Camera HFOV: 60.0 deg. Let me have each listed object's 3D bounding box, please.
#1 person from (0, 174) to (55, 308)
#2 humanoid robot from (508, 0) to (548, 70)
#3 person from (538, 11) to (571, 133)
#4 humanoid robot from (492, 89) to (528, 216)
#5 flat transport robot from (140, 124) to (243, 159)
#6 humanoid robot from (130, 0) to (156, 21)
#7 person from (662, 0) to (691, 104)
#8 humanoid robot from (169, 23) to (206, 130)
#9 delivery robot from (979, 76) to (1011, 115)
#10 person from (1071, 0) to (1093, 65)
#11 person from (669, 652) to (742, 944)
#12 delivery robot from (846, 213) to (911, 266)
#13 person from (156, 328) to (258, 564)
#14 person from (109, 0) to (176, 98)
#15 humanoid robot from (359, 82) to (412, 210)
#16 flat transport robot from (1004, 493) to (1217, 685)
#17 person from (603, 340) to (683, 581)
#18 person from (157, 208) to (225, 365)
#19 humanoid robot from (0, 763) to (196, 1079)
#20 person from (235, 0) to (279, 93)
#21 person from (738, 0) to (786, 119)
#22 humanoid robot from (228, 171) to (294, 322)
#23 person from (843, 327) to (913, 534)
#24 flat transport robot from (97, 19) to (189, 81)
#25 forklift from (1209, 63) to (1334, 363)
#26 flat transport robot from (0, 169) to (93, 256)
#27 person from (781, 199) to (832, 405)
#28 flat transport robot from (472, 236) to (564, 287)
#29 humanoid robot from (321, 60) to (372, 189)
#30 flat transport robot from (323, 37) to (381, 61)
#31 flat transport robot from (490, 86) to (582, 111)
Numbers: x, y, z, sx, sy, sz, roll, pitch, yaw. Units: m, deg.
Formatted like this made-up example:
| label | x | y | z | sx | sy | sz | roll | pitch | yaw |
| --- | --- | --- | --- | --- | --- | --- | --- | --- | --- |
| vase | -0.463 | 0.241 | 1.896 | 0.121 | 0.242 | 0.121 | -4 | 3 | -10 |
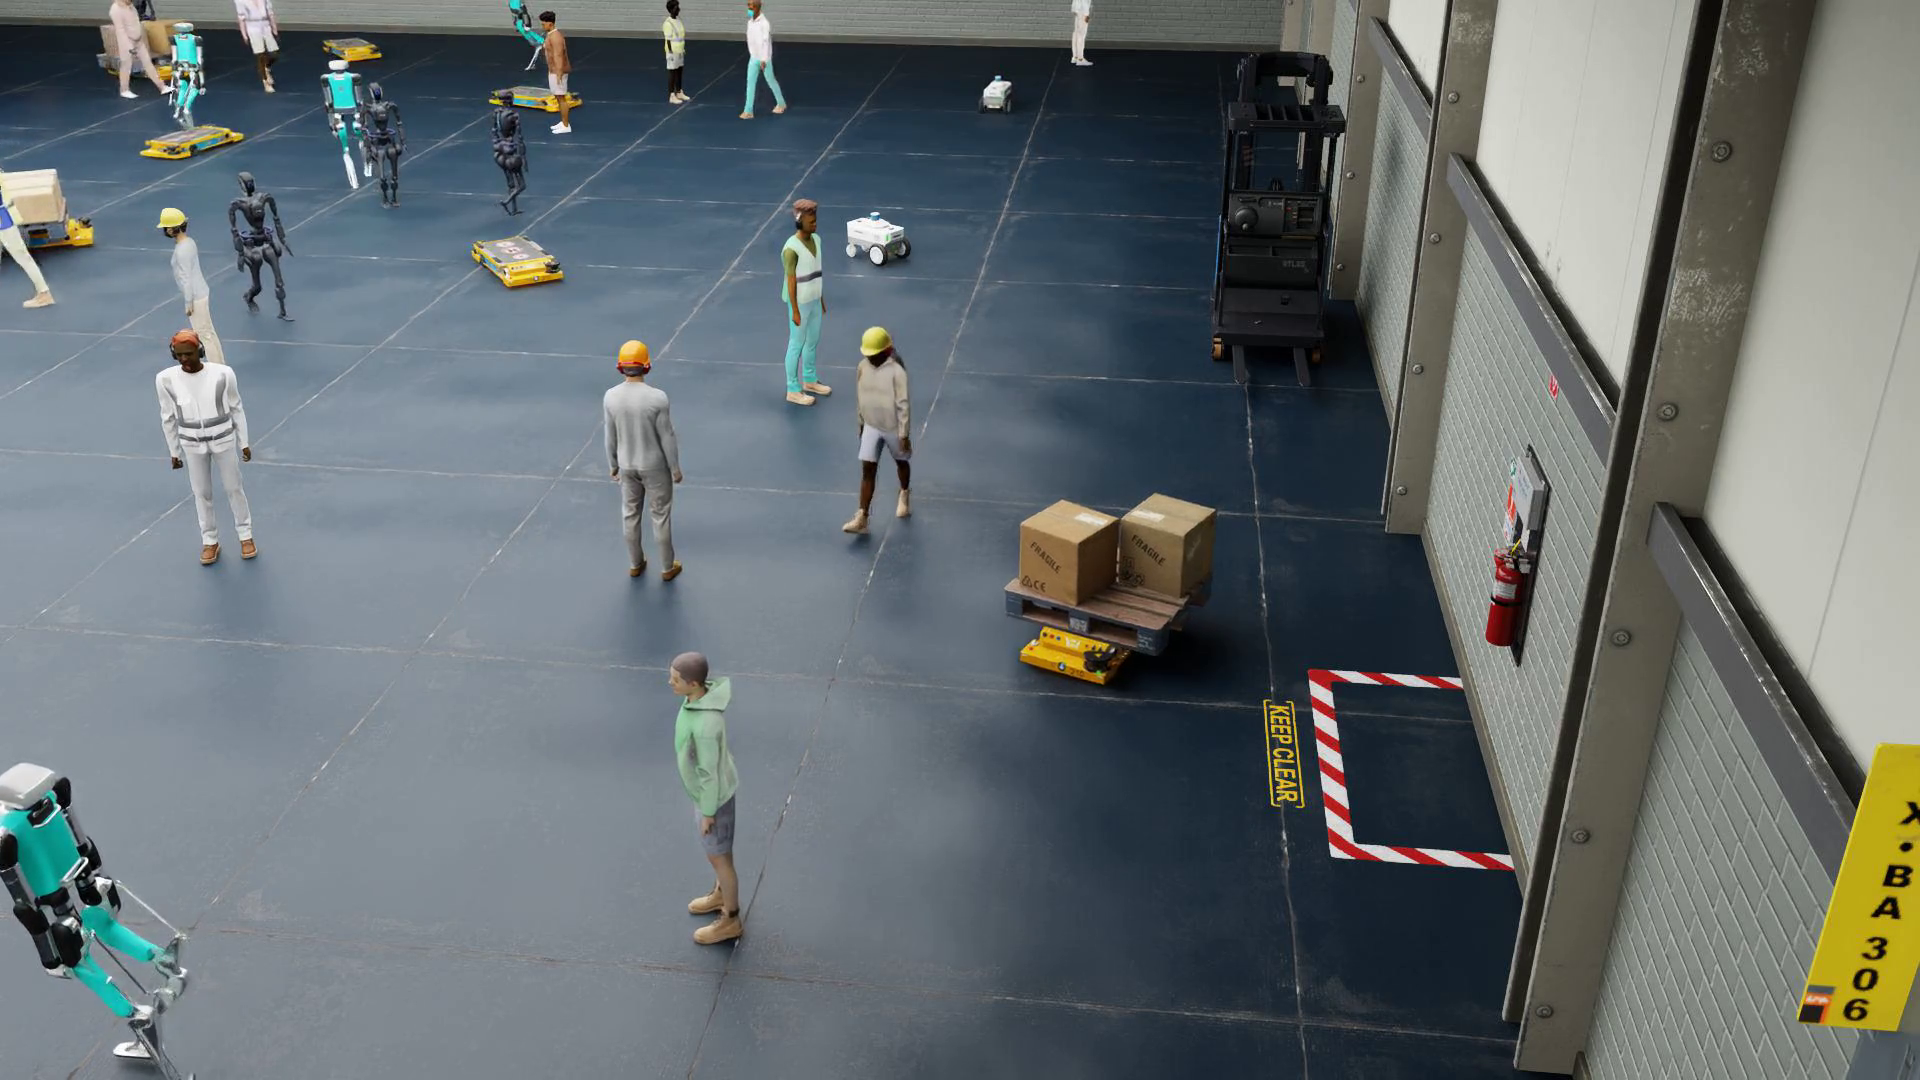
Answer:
| label | x | y | z | sx | sy | sz | roll | pitch | yaw |
| --- | --- | --- | --- | --- | --- | --- | --- | --- | --- |
| person | -10.591 | -3.387 | 18.145 | 0.966 | 1.848 | 0.513 | -18 | 32 | -32 |
| humanoid robot | -7.832 | -9.437 | 30.450 | 0.806 | 1.881 | 0.555 | -21 | 34 | -36 |
| person | -6.287 | -7.320 | 25.997 | 0.418 | 1.842 | 0.797 | -10 | 28 | -20 |
| humanoid robot | -5.918 | -5.008 | 21.570 | 0.605 | 1.645 | 0.507 | 18 | 32 | 32 |
| flat transport robot | -11.620 | -6.025 | 25.166 | 0.659 | 0.231 | 1.431 | 9 | 28 | 17 |
| humanoid robot | -14.810 | -9.346 | 30.223 | 0.609 | 1.647 | 0.361 | 7 | 27 | 13 |
| person | -4.773 | -8.209 | 27.932 | 0.318 | 1.695 | 0.533 | 8 | 28 | 15 |
| humanoid robot | -11.807 | -6.911 | 25.311 | 0.540 | 1.768 | 0.804 | 4 | 27 | 8 |
| delivery robot | 0.615 | -7.342 | 27.492 | 0.499 | 0.610 | 0.788 | 6 | 27 | 12 |
| person | 2.252 | -9.798 | 30.904 | 0.396 | 1.873 | 0.514 | -8 | 28 | -16 |
| person | -1.327 | 1.351 | 8.807 | 0.316 | 1.736 | 0.478 | -7 | 27 | -13 |
| delivery robot | -1.000 | -3.647 | 20.104 | 0.774 | 0.599 | 0.499 | 21 | 33 | 35 |
| person | -5.771 | -0.724 | 12.782 | 0.583 | 1.882 | 0.337 | -8 | 28 | -16 |
| person | -13.989 | -8.439 | 28.215 | 0.949 | 1.855 | 0.649 | 4 | 27 | 8 |
| humanoid robot | -7.575 | -5.209 | 21.973 | 0.601 | 1.647 | 0.449 | -18 | 32 | -32 |
| flat transport robot | 1.052 | 0.573 | 11.995 | 0.659 | 0.231 | 1.431 | 14 | 30 | 26 |
| person | -2.377 | -0.586 | 12.504 | 0.568 | 1.889 | 0.388 | 5 | 27 | 10 |
| person | -7.491 | -2.371 | 16.210 | 0.334 | 1.756 | 0.516 | -8 | 28 | -16 |
| humanoid robot | -3.964 | 1.888 | 7.851 | 0.776 | 1.898 | 0.550 | 2 | 27 | 5 |
| person | -12.086 | -8.764 | 28.665 | 0.623 | 2.030 | 0.511 | -22 | 34 | -36 |
| person | -3.217 | -7.820 | 26.967 | 0.494 | 1.876 | 0.978 | 18 | 32 | 32 |
| humanoid robot | -7.577 | -3.187 | 17.959 | 0.652 | 1.636 | 0.609 | 21 | 34 | 36 |
| person | -0.613 | -0.882 | 13.282 | 0.582 | 1.702 | 0.915 | 12 | 29 | 22 |
| flat transport robot | -14.721 | -8.539 | 30.185 | 1.431 | 0.231 | 0.659 | 15 | 30 | 27 |
| forklift | 3.241 | -3.477 | 17.183 | 1.129 | 2.768 | 1.873 | 3 | 27 | 6 |
| flat transport robot | -11.559 | -3.752 | 20.629 | 1.431 | 0.231 | 0.659 | -12 | 29 | -22 |
| person | -1.483 | -2.267 | 15.775 | 0.389 | 1.971 | 0.479 | 14 | 30 | 26 |
| flat transport robot | -5.277 | -3.322 | 19.770 | 0.659 | 0.231 | 1.431 | -15 | 30 | -28 |
| humanoid robot | -8.486 | -5.856 | 23.220 | 0.532 | 1.774 | 0.954 | -4 | 27 | -8 |
| flat transport robot | -11.698 | -9.432 | 31.969 | 0.659 | 0.231 | 1.431 | -18 | 32 | -32 |
| flat transport robot | -7.132 | -7.408 | 27.928 | 1.431 | 0.231 | 0.659 | 13 | 29 | 24 |
